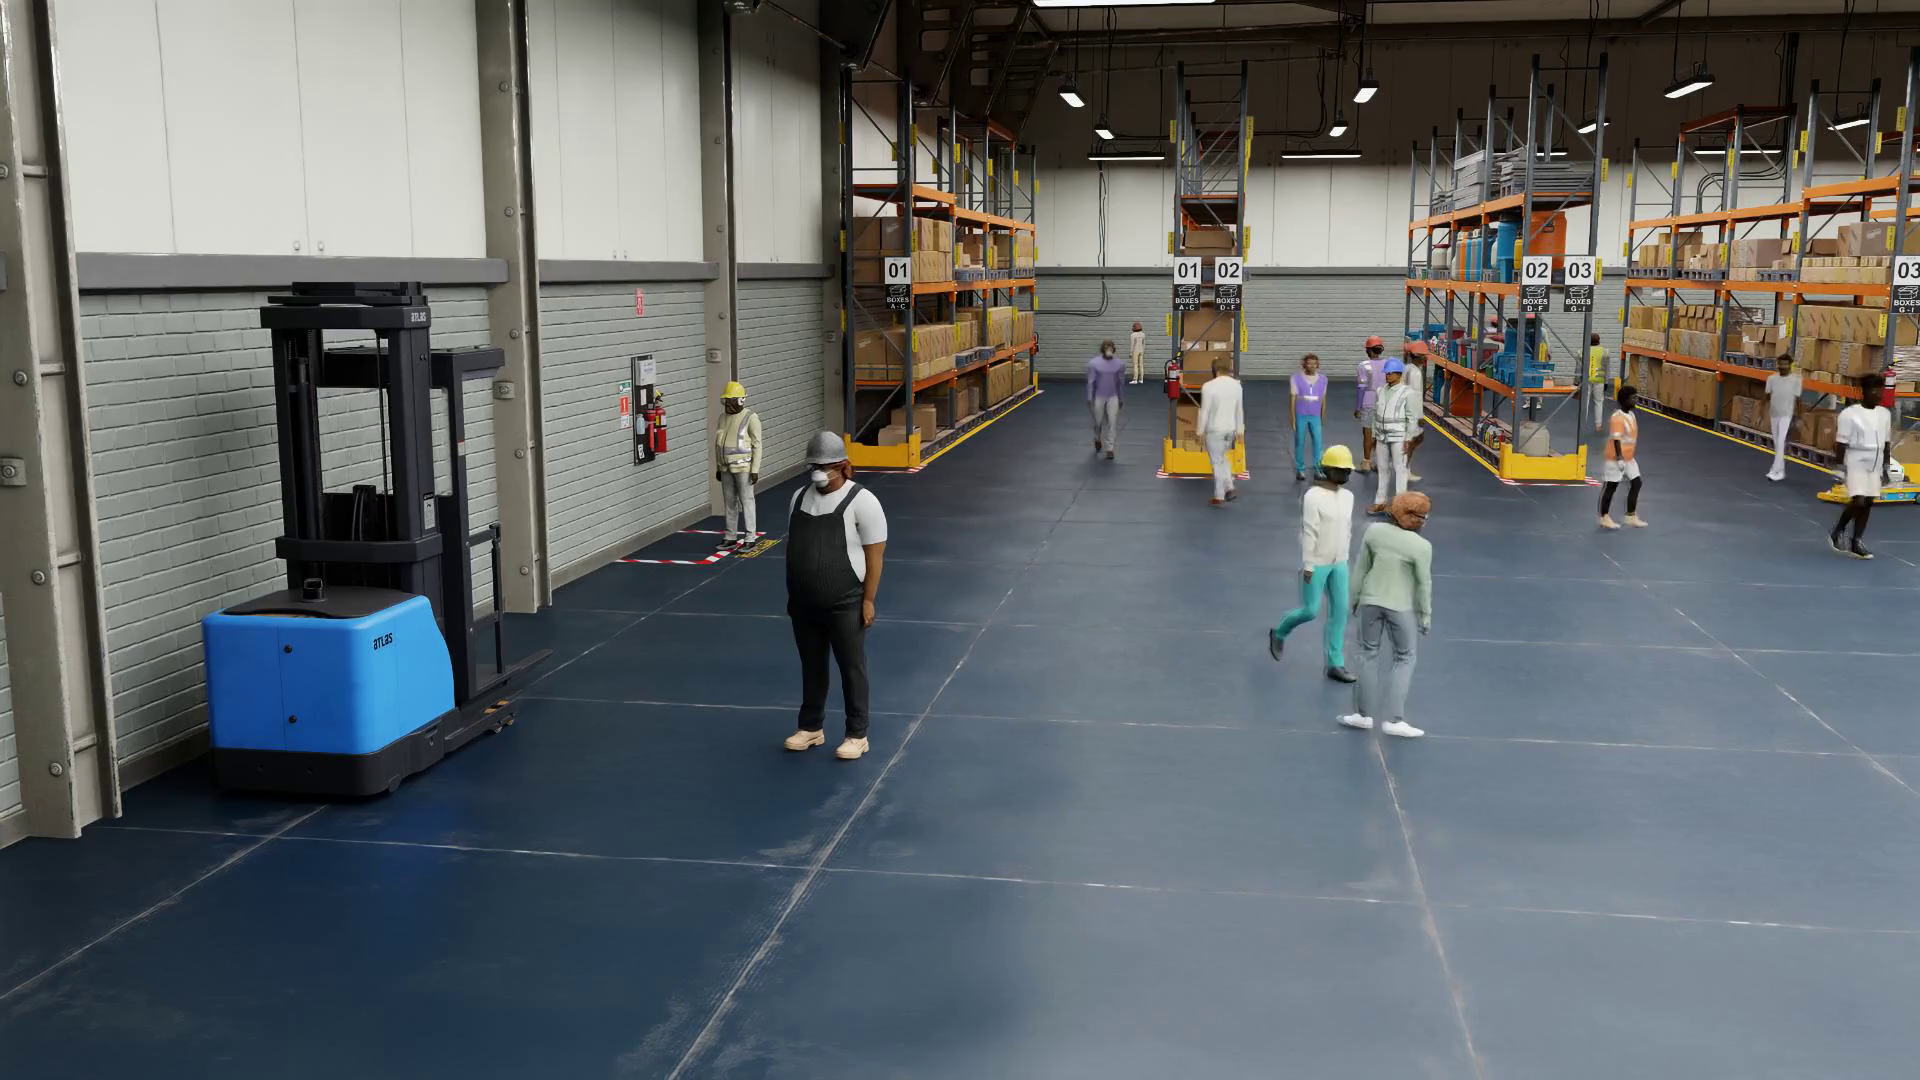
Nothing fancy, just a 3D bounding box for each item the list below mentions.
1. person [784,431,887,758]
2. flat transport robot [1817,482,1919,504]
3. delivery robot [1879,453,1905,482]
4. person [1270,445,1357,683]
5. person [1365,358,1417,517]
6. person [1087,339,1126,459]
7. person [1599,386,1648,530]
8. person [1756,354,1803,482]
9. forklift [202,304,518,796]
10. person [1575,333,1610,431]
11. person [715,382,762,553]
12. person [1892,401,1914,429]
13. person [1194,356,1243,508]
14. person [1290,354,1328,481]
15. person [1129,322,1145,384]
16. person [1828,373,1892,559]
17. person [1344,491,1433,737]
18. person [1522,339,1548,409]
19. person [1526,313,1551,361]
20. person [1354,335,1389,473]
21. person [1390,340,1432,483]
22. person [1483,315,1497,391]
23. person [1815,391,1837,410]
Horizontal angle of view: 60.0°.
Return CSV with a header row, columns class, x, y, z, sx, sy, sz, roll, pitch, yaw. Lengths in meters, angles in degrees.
class,x,y,z,sx,sy,sz,roll,pitch,yaw
person,-0.831,0.353,10.320,0.689,2.000,0.539,5,11,30
flat transport robot,12.058,-0.620,21.762,1.431,0.197,0.652,-2,10,-15
delivery robot,12.604,-0.949,22.628,0.477,0.478,0.707,3,10,20
person,2.669,0.148,12.363,0.532,1.743,0.677,-6,11,-31
person,5.296,-1.259,20.409,0.392,1.949,0.602,-7,11,-36
person,2.365,-2.313,27.018,0.637,1.919,0.825,0,9,-2
person,7.758,-0.941,19.290,0.642,1.673,0.550,9,13,42
person,11.697,-1.736,23.772,0.920,1.816,0.491,-7,12,-37
forklift,-3.673,-0.038,10.147,1.129,2.768,1.873,1,9,9
person,11.883,-2.969,31.291,0.621,1.845,0.429,2,9,13
person,-2.403,-0.784,17.842,0.603,1.830,0.404,6,11,34
person,17.145,-2.753,30.297,0.490,1.727,0.519,1,9,7
person,3.310,-1.384,21.263,0.643,1.923,0.433,-7,12,-37
person,5.008,-1.744,23.816,0.563,1.811,0.842,-1,9,-3
person,4.716,-4.976,44.298,0.500,1.636,0.286,-7,12,-38
person,9.486,-0.775,17.436,0.606,1.951,0.411,-3,10,-16
person,2.803,0.461,10.898,0.608,1.597,0.320,8,12,42
person,12.563,-3.684,36.319,0.513,1.641,0.307,7,12,37
person,13.996,-4.509,40.420,0.806,1.974,0.469,0,9,2
person,6.167,-2.032,24.889,0.608,2.044,0.371,-4,10,-23
person,6.463,-1.823,23.659,0.424,2.024,0.639,1,9,5
person,13.308,-4.685,41.709,0.550,1.893,0.646,-1,9,-7
person,16.851,-3.019,32.328,0.507,1.595,0.841,1,9,5
